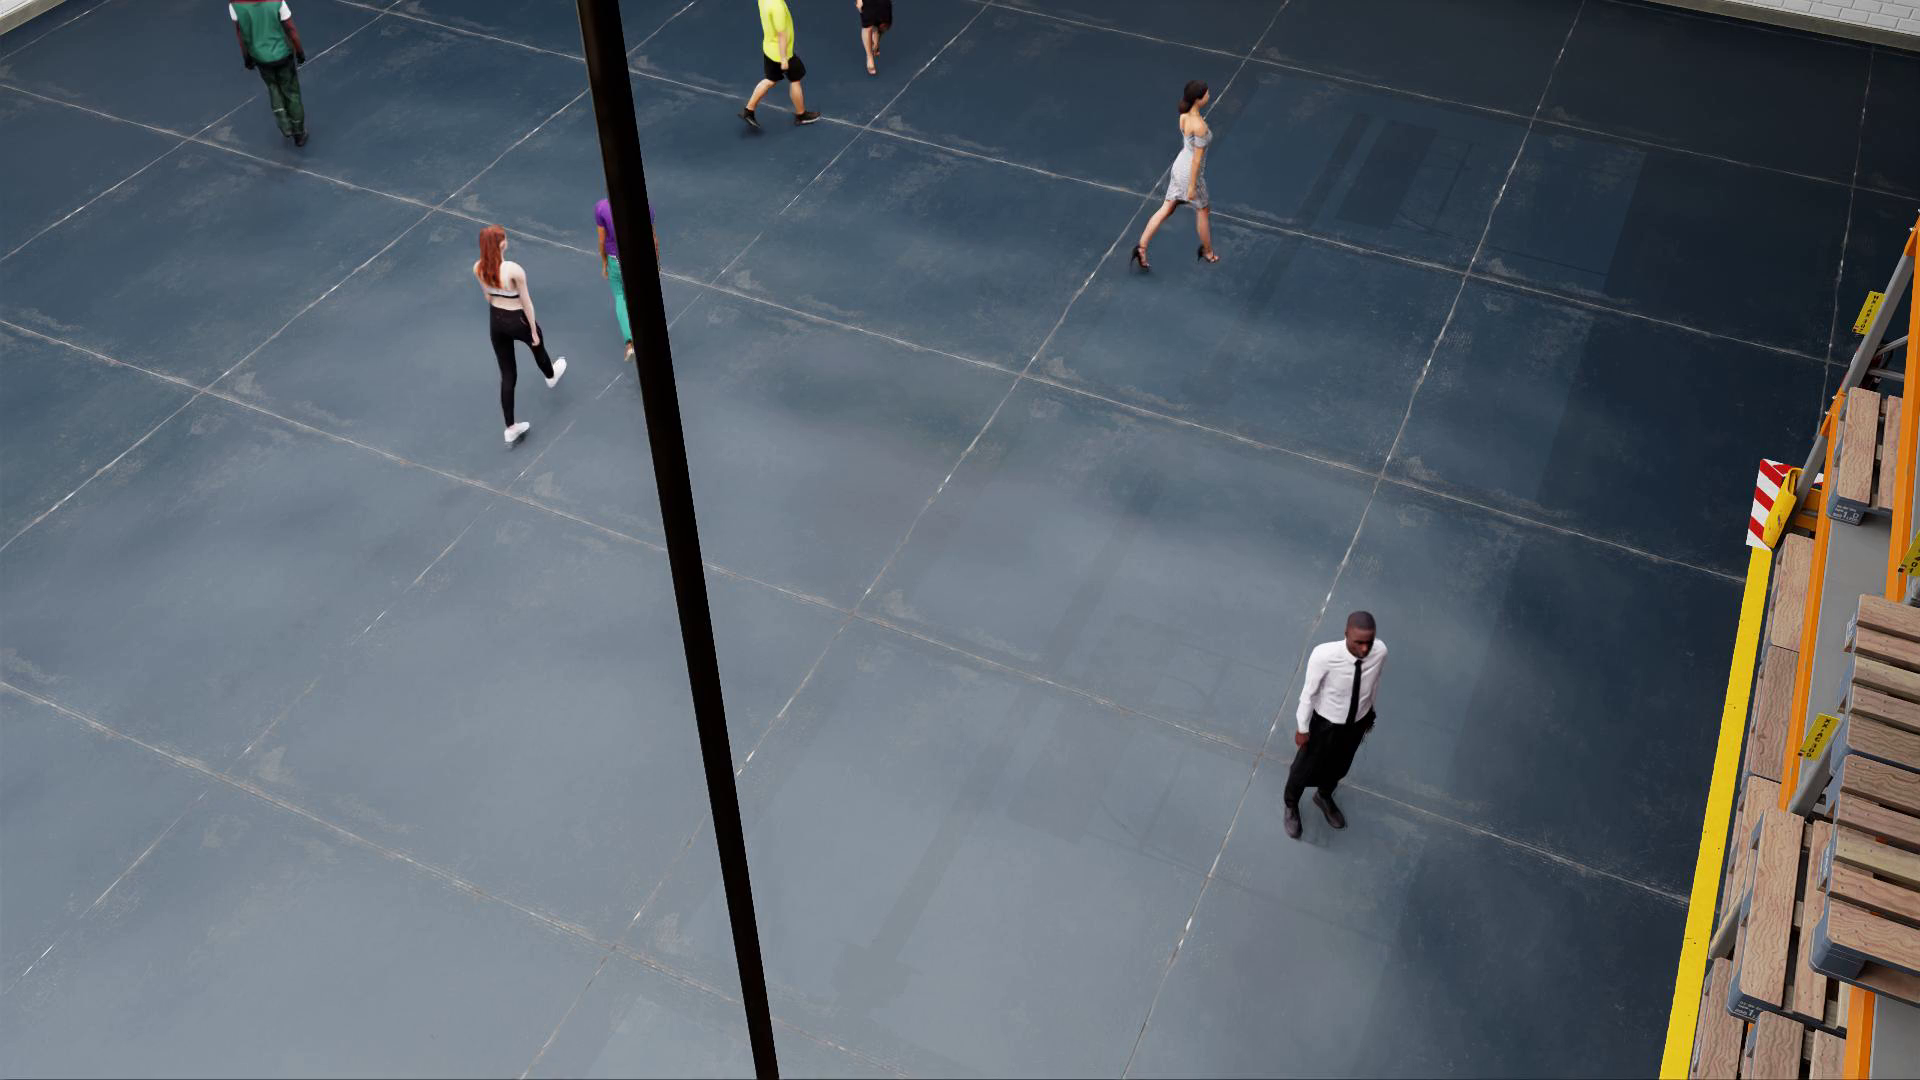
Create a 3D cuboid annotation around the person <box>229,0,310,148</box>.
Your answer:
[{"bbox_3d":[-6.489,-4.529,15.683,0.848,1.828,0.884,-6,44,-6],"label":"person"}]

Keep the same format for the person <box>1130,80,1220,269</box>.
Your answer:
[{"bbox_3d":[1.841,-3.057,14.172,1.084,1.781,1.070,-10,45,-10],"label":"person"}]

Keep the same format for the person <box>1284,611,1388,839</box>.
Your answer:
[{"bbox_3d":[2.218,1.057,9.815,0.721,1.834,0.751,-9,44,-10],"label":"person"}]

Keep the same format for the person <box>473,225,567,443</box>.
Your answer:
[{"bbox_3d":[-3.457,-1.536,12.642,0.767,1.688,1.270,11,45,11],"label":"person"}]

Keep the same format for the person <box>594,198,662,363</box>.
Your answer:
[{"bbox_3d":[-2.627,-2.154,13.241,0.881,1.756,0.988,-5,44,-5],"label":"person"}]

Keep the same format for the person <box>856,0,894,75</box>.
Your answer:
[{"bbox_3d":[-0.909,-5.598,16.876,0.775,1.728,0.838,-11,45,-11],"label":"person"}]

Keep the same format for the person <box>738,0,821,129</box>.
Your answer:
[{"bbox_3d":[-1.814,-4.707,15.976,1.145,1.681,1.007,-22,48,-22],"label":"person"}]
